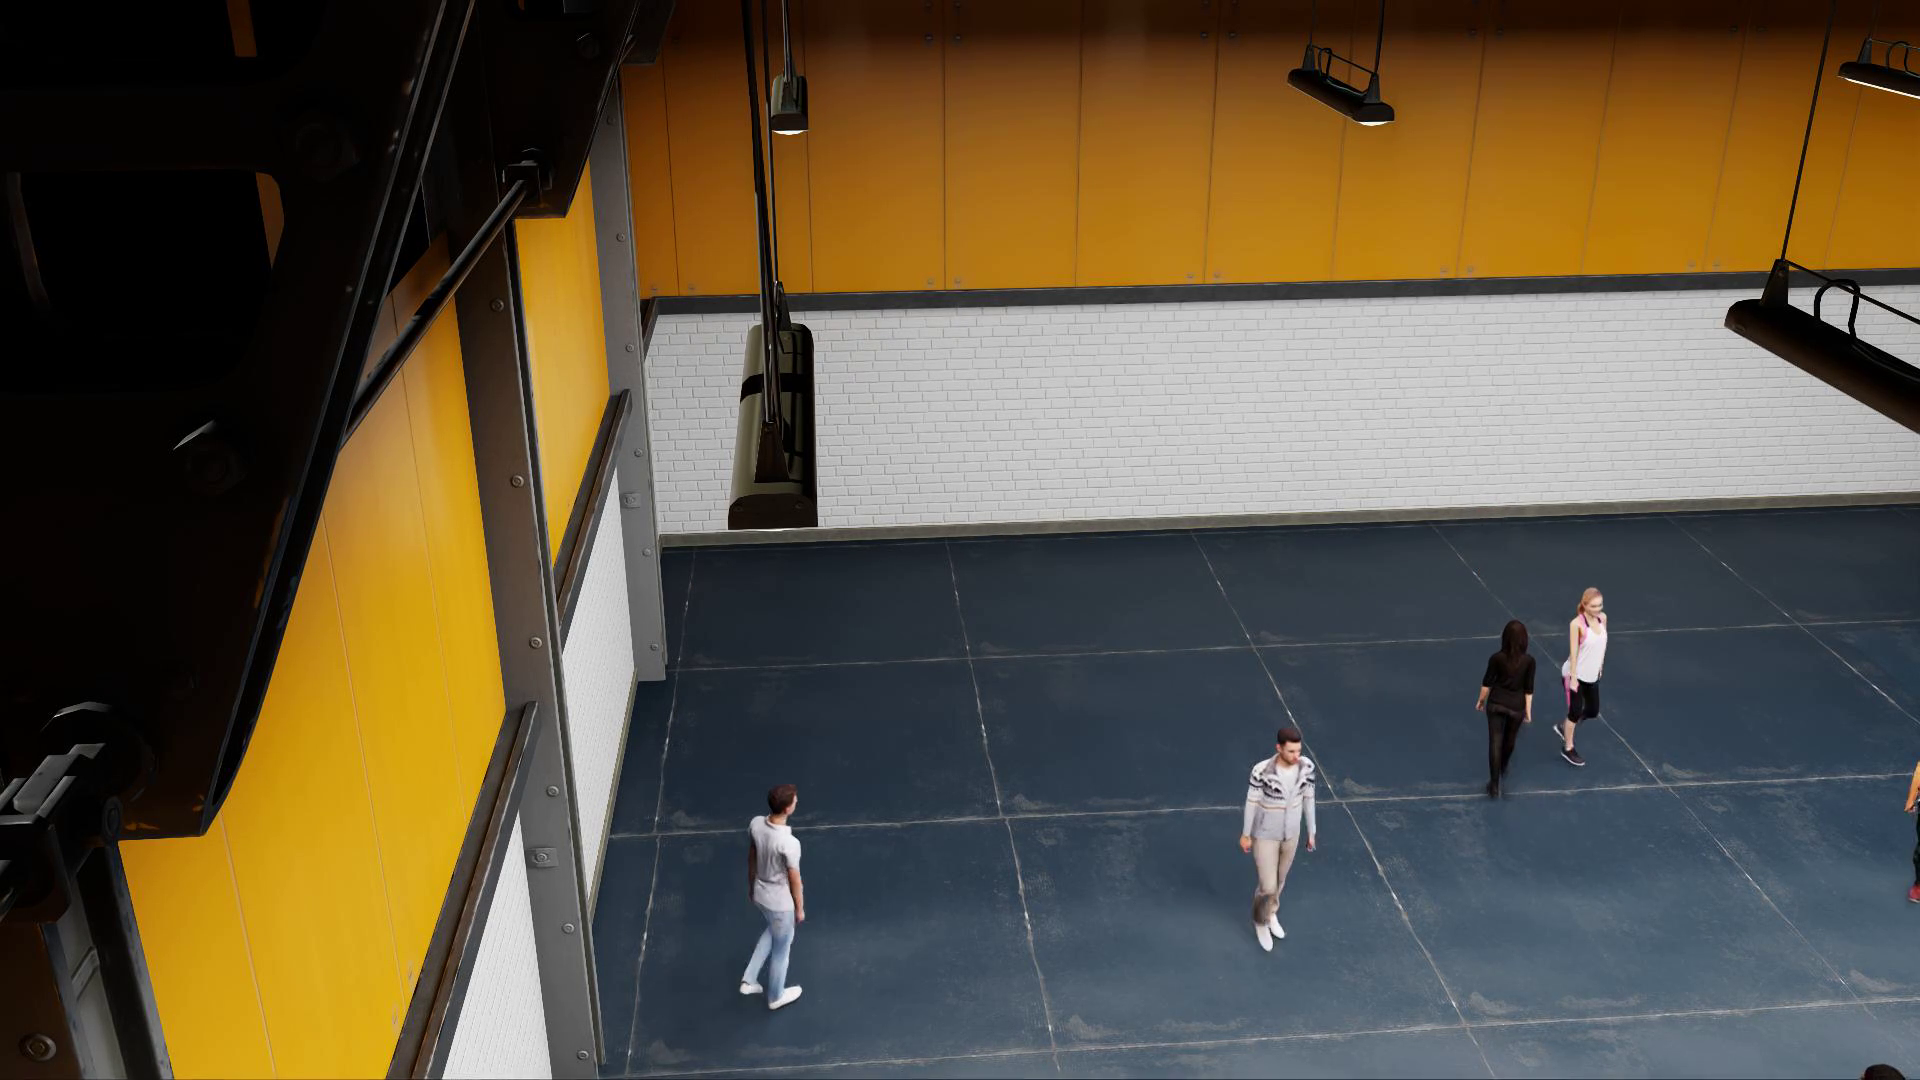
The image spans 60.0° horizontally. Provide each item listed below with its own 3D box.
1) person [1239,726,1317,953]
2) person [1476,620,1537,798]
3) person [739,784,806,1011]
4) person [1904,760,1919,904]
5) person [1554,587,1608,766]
[{"bbox_3d":[2.389,2.188,12.743,0.792,1.845,0.773,-8,25,-17],"label":"person"},{"bbox_3d":[4.791,1.501,14.593,0.774,1.621,0.986,5,24,12],"label":"person"},{"bbox_3d":[-1.374,2.601,11.810,0.895,1.835,0.836,-21,31,-39],"label":"person"},{"bbox_3d":[7.783,2.067,13.094,0.812,1.785,0.875,19,30,37],"label":"person"},{"bbox_3d":[5.568,1.198,15.102,0.720,1.768,0.775,-12,26,-26],"label":"person"}]
